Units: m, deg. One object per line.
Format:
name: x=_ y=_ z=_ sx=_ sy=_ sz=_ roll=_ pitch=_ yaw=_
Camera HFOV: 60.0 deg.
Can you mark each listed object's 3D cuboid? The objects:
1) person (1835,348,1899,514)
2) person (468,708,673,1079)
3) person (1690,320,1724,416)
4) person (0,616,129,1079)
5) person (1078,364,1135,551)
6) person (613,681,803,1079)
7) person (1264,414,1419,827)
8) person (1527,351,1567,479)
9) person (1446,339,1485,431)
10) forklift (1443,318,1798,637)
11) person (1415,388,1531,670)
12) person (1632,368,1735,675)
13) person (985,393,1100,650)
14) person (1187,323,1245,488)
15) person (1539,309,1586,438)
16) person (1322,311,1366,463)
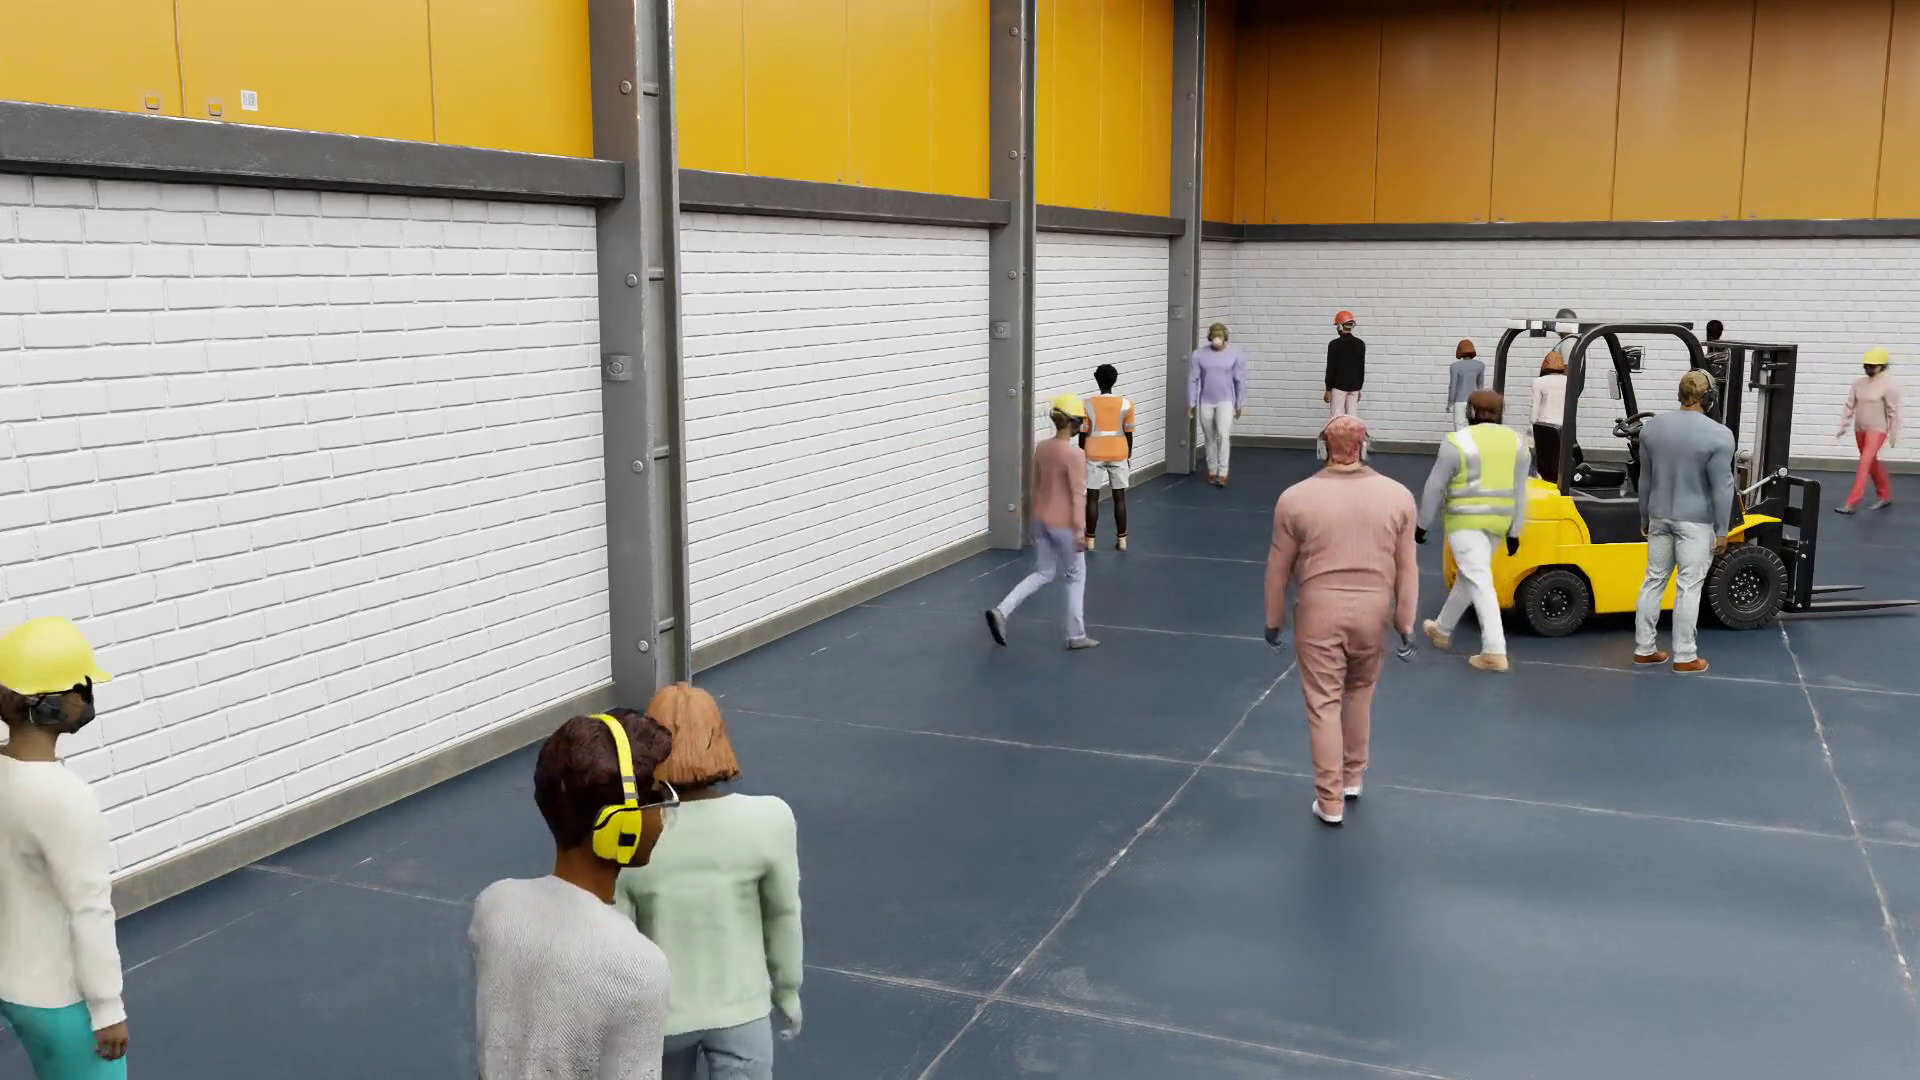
person: x=9.490 y=-1.137 z=17.324 sx=0.925 sy=1.720 sz=0.526 roll=-3 pitch=10 yaw=-19
person: x=-0.712 y=1.203 z=2.781 sx=0.569 sy=1.841 sz=0.683 roll=8 pitch=12 yaw=41
person: x=9.063 y=-1.690 z=20.055 sx=0.597 sy=1.916 sz=0.371 roll=0 pitch=9 yaw=-3
person: x=-2.206 y=1.057 z=3.930 sx=0.529 sy=1.756 sz=0.501 roll=8 pitch=12 yaw=40
person: x=1.313 y=-0.739 z=14.993 sx=0.531 sy=1.691 sz=0.321 roll=0 pitch=9 yaw=-3
person: x=-0.606 y=1.135 z=3.884 sx=0.498 sy=1.605 sz=0.750 roll=-1 pitch=9 yaw=-8
person: x=1.752 y=0.347 z=7.797 sx=0.681 sy=1.880 sz=0.757 roll=0 pitch=9 yaw=0
person: x=6.489 y=-1.254 z=18.271 sx=0.507 sy=1.633 sz=0.277 roll=-1 pitch=9 yaw=-6
person: x=6.446 y=-1.742 z=21.229 sx=0.498 sy=1.633 sz=0.278 roll=-3 pitch=10 yaw=-15
forklift: x=4.706 y=-0.497 z=11.990 sx=2.313 sy=2.155 sz=1.214 roll=-2 pitch=10 yaw=-10
person: x=3.317 y=-0.093 z=10.800 sx=0.646 sy=1.769 sz=1.021 roll=-3 pitch=10 yaw=-20
person: x=4.543 y=-0.109 z=10.459 sx=0.368 sy=1.934 sz=0.630 roll=-6 pitch=11 yaw=-33
person: x=0.579 y=-0.105 z=11.017 sx=0.711 sy=1.735 sz=0.558 roll=-6 pitch=11 yaw=-31
person: x=2.943 y=-1.553 z=19.267 sx=0.644 sy=1.894 sz=0.950 roll=3 pitch=10 yaw=18
person: x=7.541 y=-1.885 z=20.867 sx=0.536 sy=2.000 sz=0.688 roll=5 pitch=11 yaw=27
person: x=4.973 y=-1.975 z=21.583 sx=0.617 sy=1.986 sz=0.399 roll=-6 pitch=11 yaw=-30
